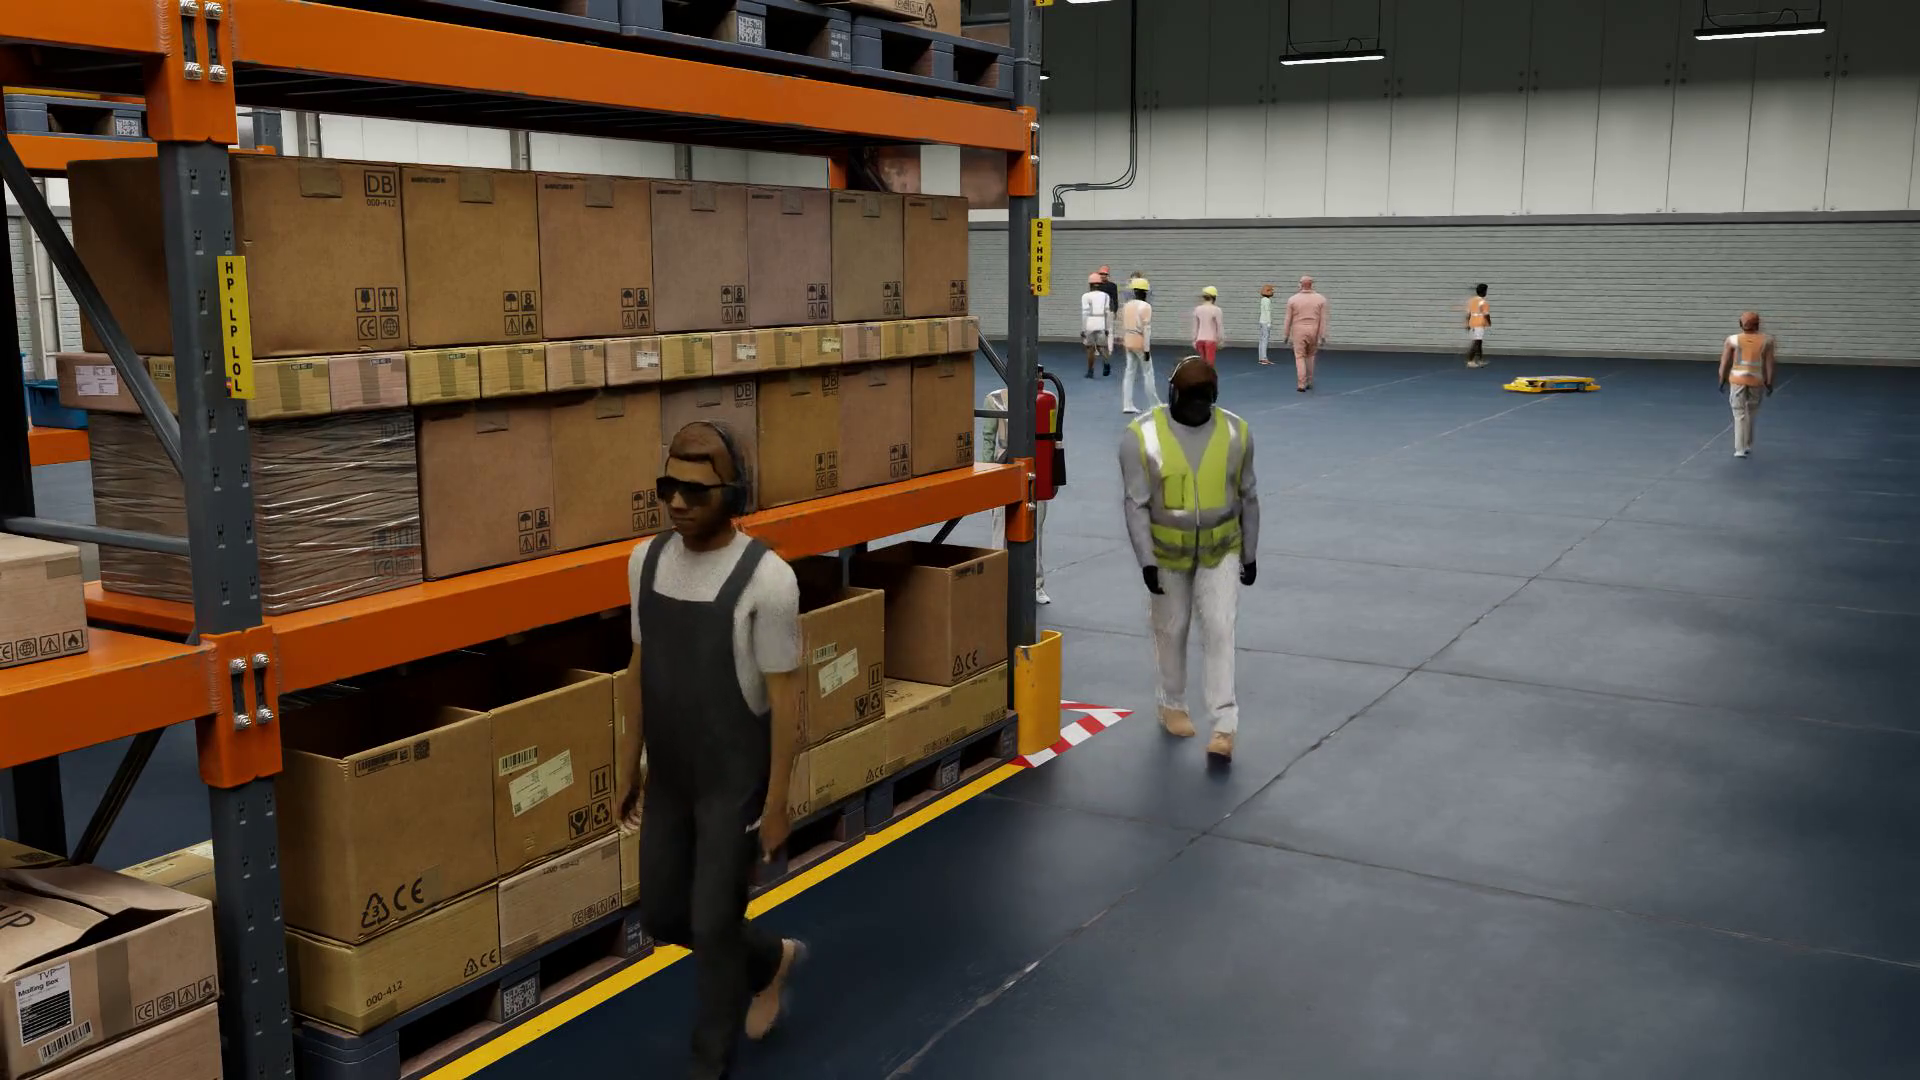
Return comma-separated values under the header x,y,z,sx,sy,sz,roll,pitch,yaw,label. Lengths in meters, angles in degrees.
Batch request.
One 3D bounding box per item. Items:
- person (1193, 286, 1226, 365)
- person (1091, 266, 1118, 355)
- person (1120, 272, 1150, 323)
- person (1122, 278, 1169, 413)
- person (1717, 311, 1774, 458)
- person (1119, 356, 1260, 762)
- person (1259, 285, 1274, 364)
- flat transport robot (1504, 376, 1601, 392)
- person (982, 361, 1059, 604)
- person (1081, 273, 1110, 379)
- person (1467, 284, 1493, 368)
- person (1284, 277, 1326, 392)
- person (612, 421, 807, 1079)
x,y,z,sx,sy,sz,roll,pitch,yaw,label
3.979,-3.179,26.612,0.387,1.755,0.541,-8,13,-39,person
3.245,-5.159,37.477,0.616,1.993,0.395,0,10,2,person
3.905,-5.035,37.107,0.644,1.886,1.048,5,11,26,person
2.613,-2.752,23.636,0.760,1.901,0.615,-7,12,-35,person
8.735,-1.740,18.552,0.546,1.606,0.745,2,10,11,person
1.037,0.070,7.483,0.650,1.791,0.839,0,10,-1,person
6.369,-4.479,34.547,0.283,1.636,0.497,-1,10,-4,person
9.771,-2.580,27.416,1.431,0.197,0.652,-4,10,-21,flat transport robot
0.387,-0.399,10.646,0.514,1.641,0.309,-3,10,-15,person
2.464,-3.871,30.165,0.545,1.924,0.548,-4,11,-23,person
10.457,-4.270,33.210,0.765,1.664,0.555,-3,10,-18,person
5.700,-3.412,27.607,0.667,1.873,0.946,0,10,0,person
-0.614,0.597,4.254,0.527,1.831,0.676,6,11,31,person
